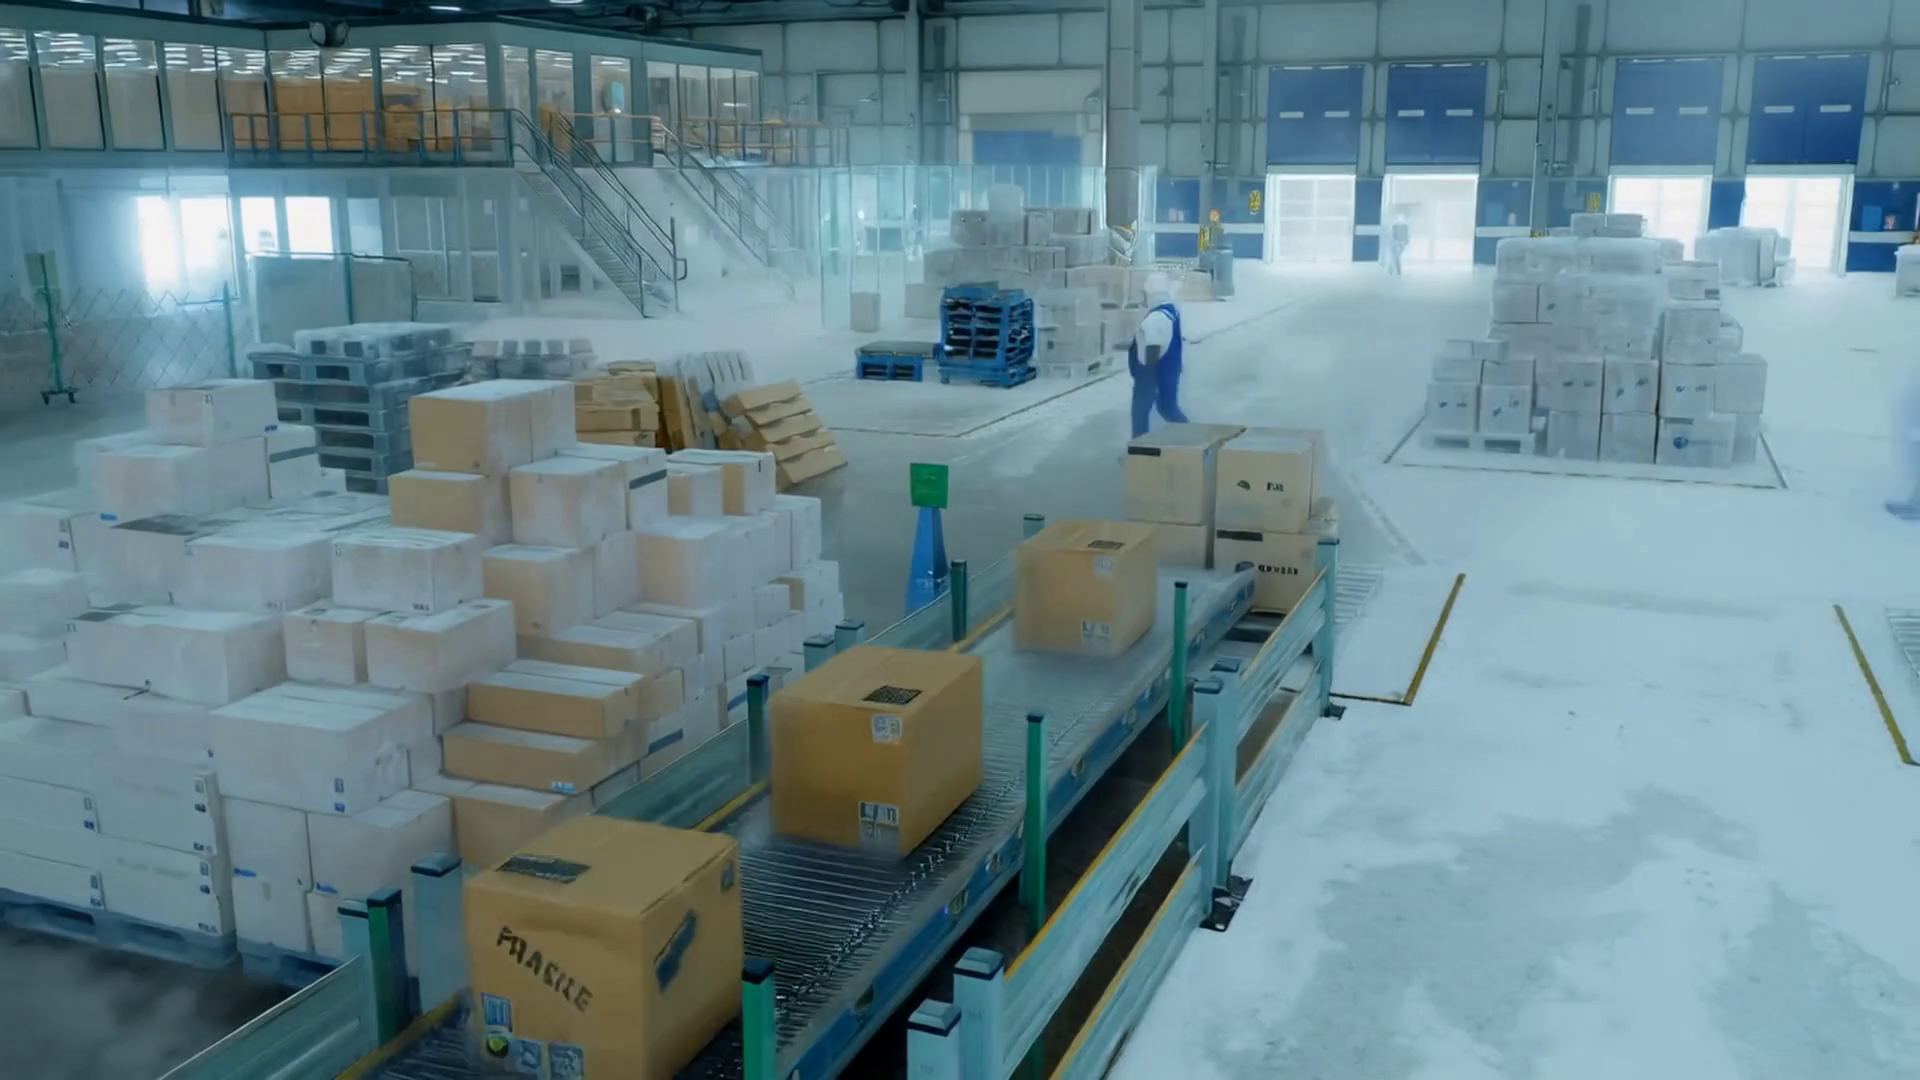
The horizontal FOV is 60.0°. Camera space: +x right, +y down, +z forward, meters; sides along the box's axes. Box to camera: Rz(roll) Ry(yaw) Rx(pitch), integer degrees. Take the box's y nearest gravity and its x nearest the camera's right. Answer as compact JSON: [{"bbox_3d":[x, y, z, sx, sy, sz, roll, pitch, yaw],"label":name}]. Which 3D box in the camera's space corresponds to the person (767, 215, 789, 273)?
[{"bbox_3d":[-5.451,-8.667,48.704,0.906,1.717,0.525,-3,13,-14],"label":"person"}]

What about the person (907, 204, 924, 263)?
[{"bbox_3d":[-1.451,-10.072,54.591,0.561,1.902,0.814,-1,13,-5],"label":"person"}]

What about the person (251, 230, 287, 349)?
[{"bbox_3d":[-11.181,-3.991,26.985,0.387,2.039,0.616,5,13,21],"label":"person"}]

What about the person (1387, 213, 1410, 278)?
[{"bbox_3d":[12.286,-8.292,46.815,0.620,1.816,0.890,-5,13,-21],"label":"person"}]

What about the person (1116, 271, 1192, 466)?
[{"bbox_3d":[2.079,-1.726,16.829,0.876,2.000,0.676,8,15,34],"label":"person"}]

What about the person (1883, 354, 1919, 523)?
[{"bbox_3d":[8.250,-1.006,13.946,0.655,1.883,0.944,-5,14,-23],"label":"person"}]

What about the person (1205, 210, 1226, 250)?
[{"bbox_3d":[6.862,-7.843,44.505,0.688,1.931,0.725,8,15,33],"label":"person"}]

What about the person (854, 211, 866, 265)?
[{"bbox_3d":[-3.201,-9.682,53.292,0.316,1.696,0.541,5,13,21],"label":"person"}]
